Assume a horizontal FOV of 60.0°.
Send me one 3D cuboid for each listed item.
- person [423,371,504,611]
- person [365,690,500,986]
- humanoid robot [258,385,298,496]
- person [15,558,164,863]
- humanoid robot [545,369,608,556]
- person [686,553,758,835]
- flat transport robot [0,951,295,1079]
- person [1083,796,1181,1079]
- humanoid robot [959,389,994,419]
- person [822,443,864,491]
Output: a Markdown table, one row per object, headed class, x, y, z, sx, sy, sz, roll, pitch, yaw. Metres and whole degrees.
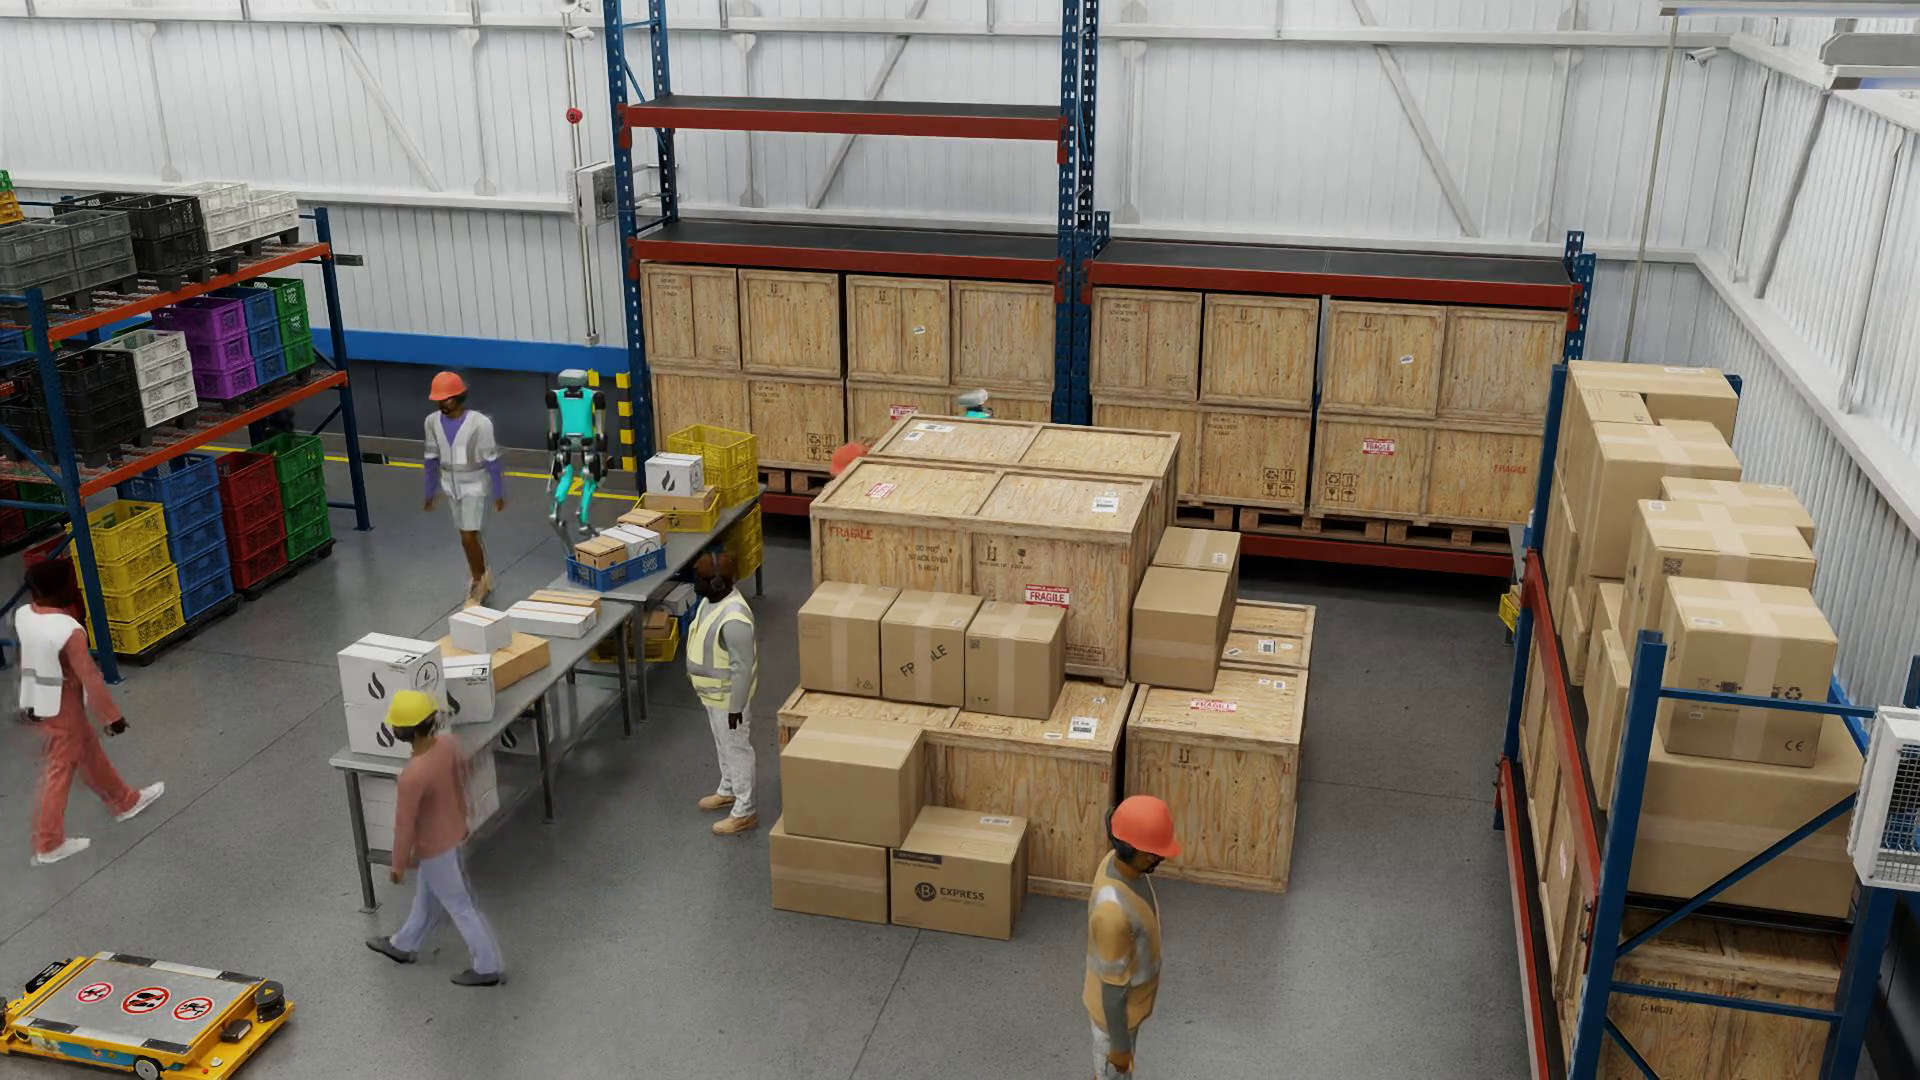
| class | x | y | z | sx | sy | sz | roll | pitch | yaw |
| --- | --- | --- | --- | --- | --- | --- | --- | --- | --- |
| person | -4.106 | -0.379 | 13.577 | 0.646 | 2.019 | 0.707 | 7 | 22 | 18 |
| person | -2.892 | 1.593 | 8.819 | 0.857 | 1.722 | 0.541 | 2 | 21 | 5 |
| humanoid robot | -6.586 | -1.114 | 15.983 | 0.309 | 1.649 | 0.609 | -1 | 21 | -3 |
| person | -5.391 | 0.991 | 10.180 | 0.628 | 1.877 | 0.942 | 15 | 25 | 34 |
| humanoid robot | -3.358 | -0.580 | 14.492 | 0.536 | 1.736 | 0.968 | 1 | 21 | 2 |
| person | -1.481 | 0.943 | 10.376 | 0.429 | 1.841 | 0.633 | -8 | 22 | -20 |
| flat transport robot | -4.270 | 2.464 | 8.601 | 1.431 | 0.231 | 0.659 | 5 | 22 | 13 |
| person | 0.738 | 2.023 | 7.285 | 0.388 | 2.033 | 0.604 | 4 | 21 | 10 |
| humanoid robot | -0.110 | -0.416 | 14.132 | 0.830 | 1.795 | 0.576 | 6 | 22 | 15 |
| person | -0.752 | 0.138 | 12.404 | 0.549 | 1.898 | 0.846 | 14 | 25 | 32 |
